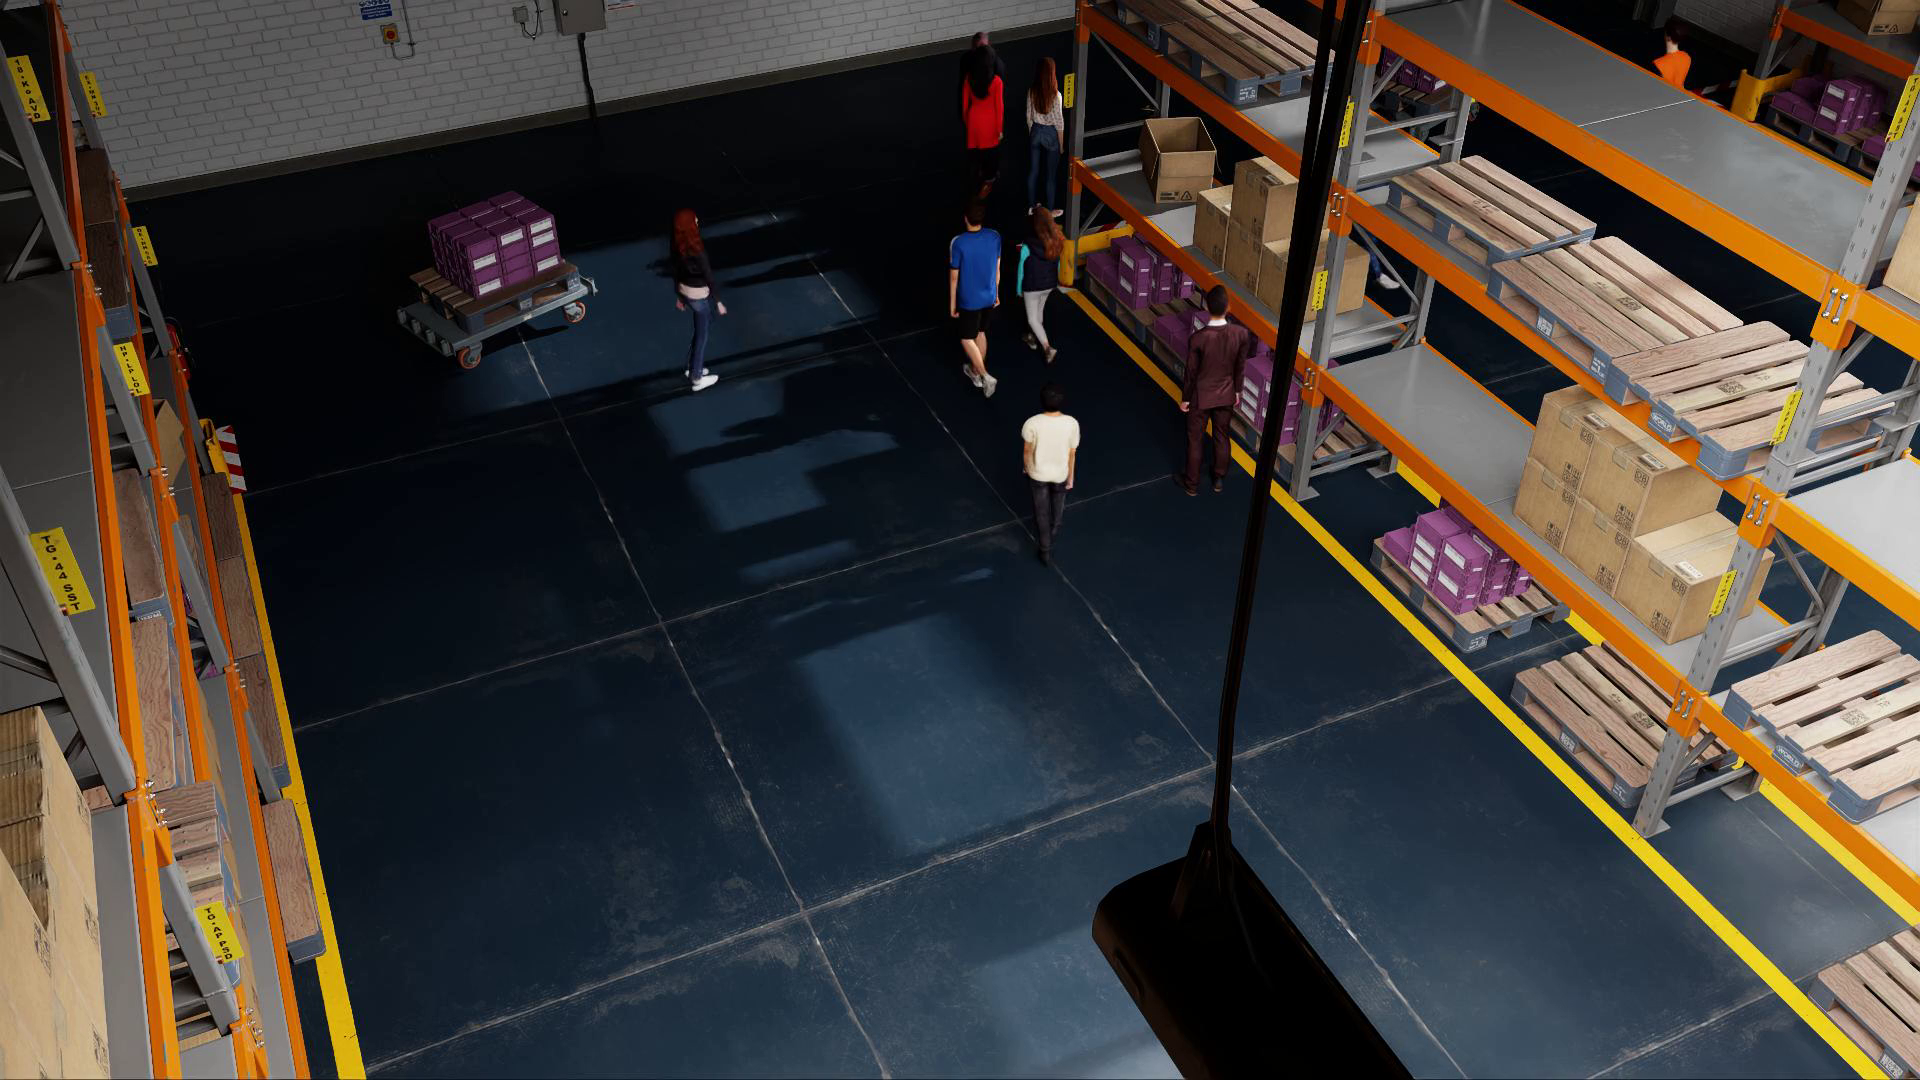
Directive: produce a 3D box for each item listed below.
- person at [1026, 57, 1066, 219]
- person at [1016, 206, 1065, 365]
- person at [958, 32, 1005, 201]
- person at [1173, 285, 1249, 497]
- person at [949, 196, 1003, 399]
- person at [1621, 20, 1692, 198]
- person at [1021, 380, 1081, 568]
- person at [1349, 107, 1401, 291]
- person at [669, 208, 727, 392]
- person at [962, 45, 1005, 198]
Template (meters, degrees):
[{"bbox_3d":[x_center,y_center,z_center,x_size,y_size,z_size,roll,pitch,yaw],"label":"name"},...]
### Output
[{"bbox_3d":[0.869,-4.123,17.060,0.614,1.729,0.715,22,43,25],"label":"person"},{"bbox_3d":[0.735,-2.270,14.940,0.587,1.479,0.888,-18,42,-21],"label":"person"},{"bbox_3d":[0.307,-4.497,17.485,1.006,1.782,0.930,-31,48,-33],"label":"person"},{"bbox_3d":[2.006,-1.165,13.248,0.720,1.863,0.664,-9,40,-11],"label":"person"},{"bbox_3d":[0.175,-2.052,14.375,0.670,1.844,1.010,-17,42,-20],"label":"person"},{"bbox_3d":[7.342,-4.452,17.353,0.729,1.878,0.705,-20,43,-23],"label":"person"},{"bbox_3d":[0.681,-0.461,12.601,0.708,1.571,0.813,-6,39,-8],"label":"person"},{"bbox_3d":[3.846,-3.323,16.024,1.228,1.771,0.993,28,46,31],"label":"person"},{"bbox_3d":[-2.353,-2.036,14.412,0.707,1.771,0.624,-28,46,-31],"label":"person"},{"bbox_3d":[0.214,-4.207,17.179,1.019,1.711,1.101,10,40,12],"label":"person"}]
